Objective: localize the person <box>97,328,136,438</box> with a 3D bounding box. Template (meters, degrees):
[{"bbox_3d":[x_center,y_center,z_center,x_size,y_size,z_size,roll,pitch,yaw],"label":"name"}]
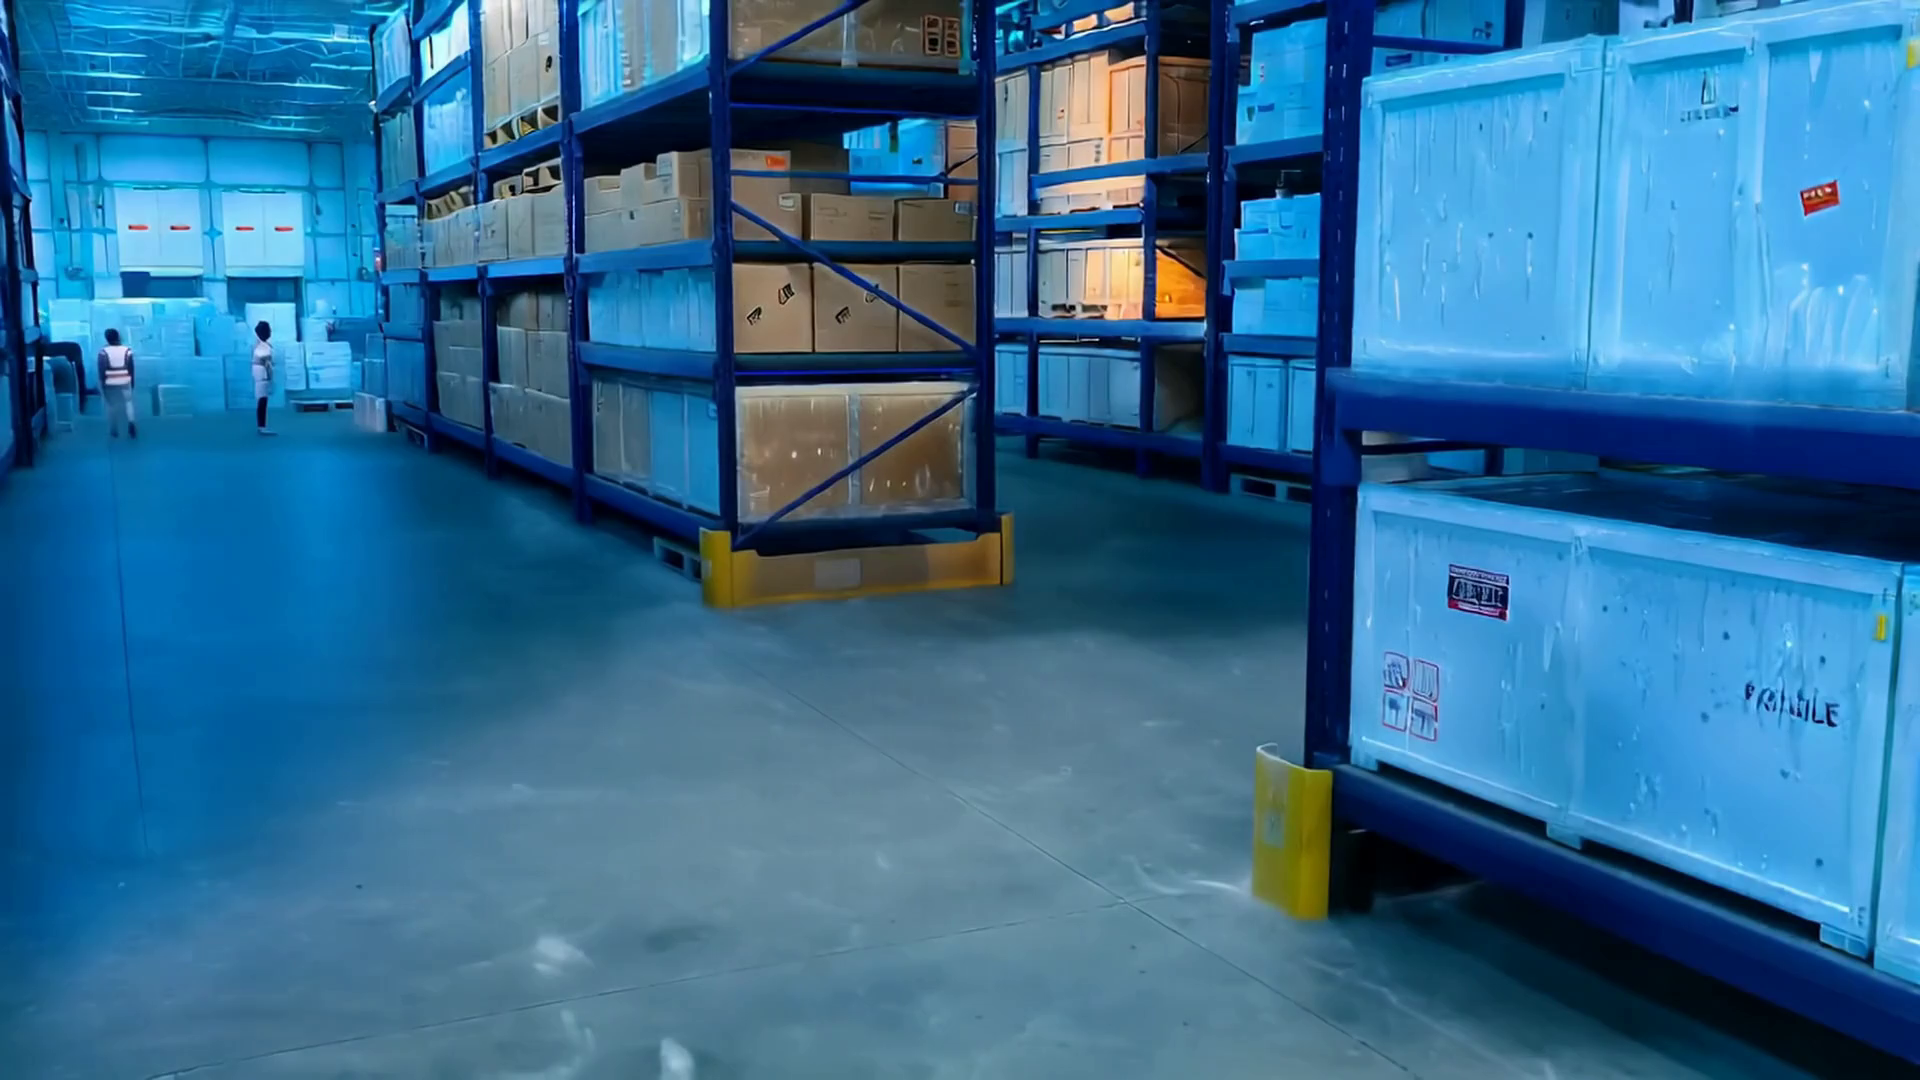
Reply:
[{"bbox_3d":[-12.200,-2.272,24.115,0.502,1.614,0.761,-6,10,-35],"label":"person"}]

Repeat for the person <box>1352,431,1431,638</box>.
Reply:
[{"bbox_3d":[2.523,-0.326,9.968,0.564,1.824,0.630,-7,11,-41],"label":"person"}]

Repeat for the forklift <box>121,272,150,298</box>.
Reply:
[{"bbox_3d":[-24.911,-6.719,50.418,1.129,2.768,1.873,4,9,26],"label":"forklift"}]

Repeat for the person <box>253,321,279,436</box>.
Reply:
[{"bbox_3d":[-10.295,-2.388,24.610,0.320,1.697,0.537,-4,9,-24],"label":"person"}]

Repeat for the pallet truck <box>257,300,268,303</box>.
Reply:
[{"bbox_3d":[-23.913,-7.404,58.171,1.885,1.965,0.823,-1,8,-9],"label":"pallet truck"}]
